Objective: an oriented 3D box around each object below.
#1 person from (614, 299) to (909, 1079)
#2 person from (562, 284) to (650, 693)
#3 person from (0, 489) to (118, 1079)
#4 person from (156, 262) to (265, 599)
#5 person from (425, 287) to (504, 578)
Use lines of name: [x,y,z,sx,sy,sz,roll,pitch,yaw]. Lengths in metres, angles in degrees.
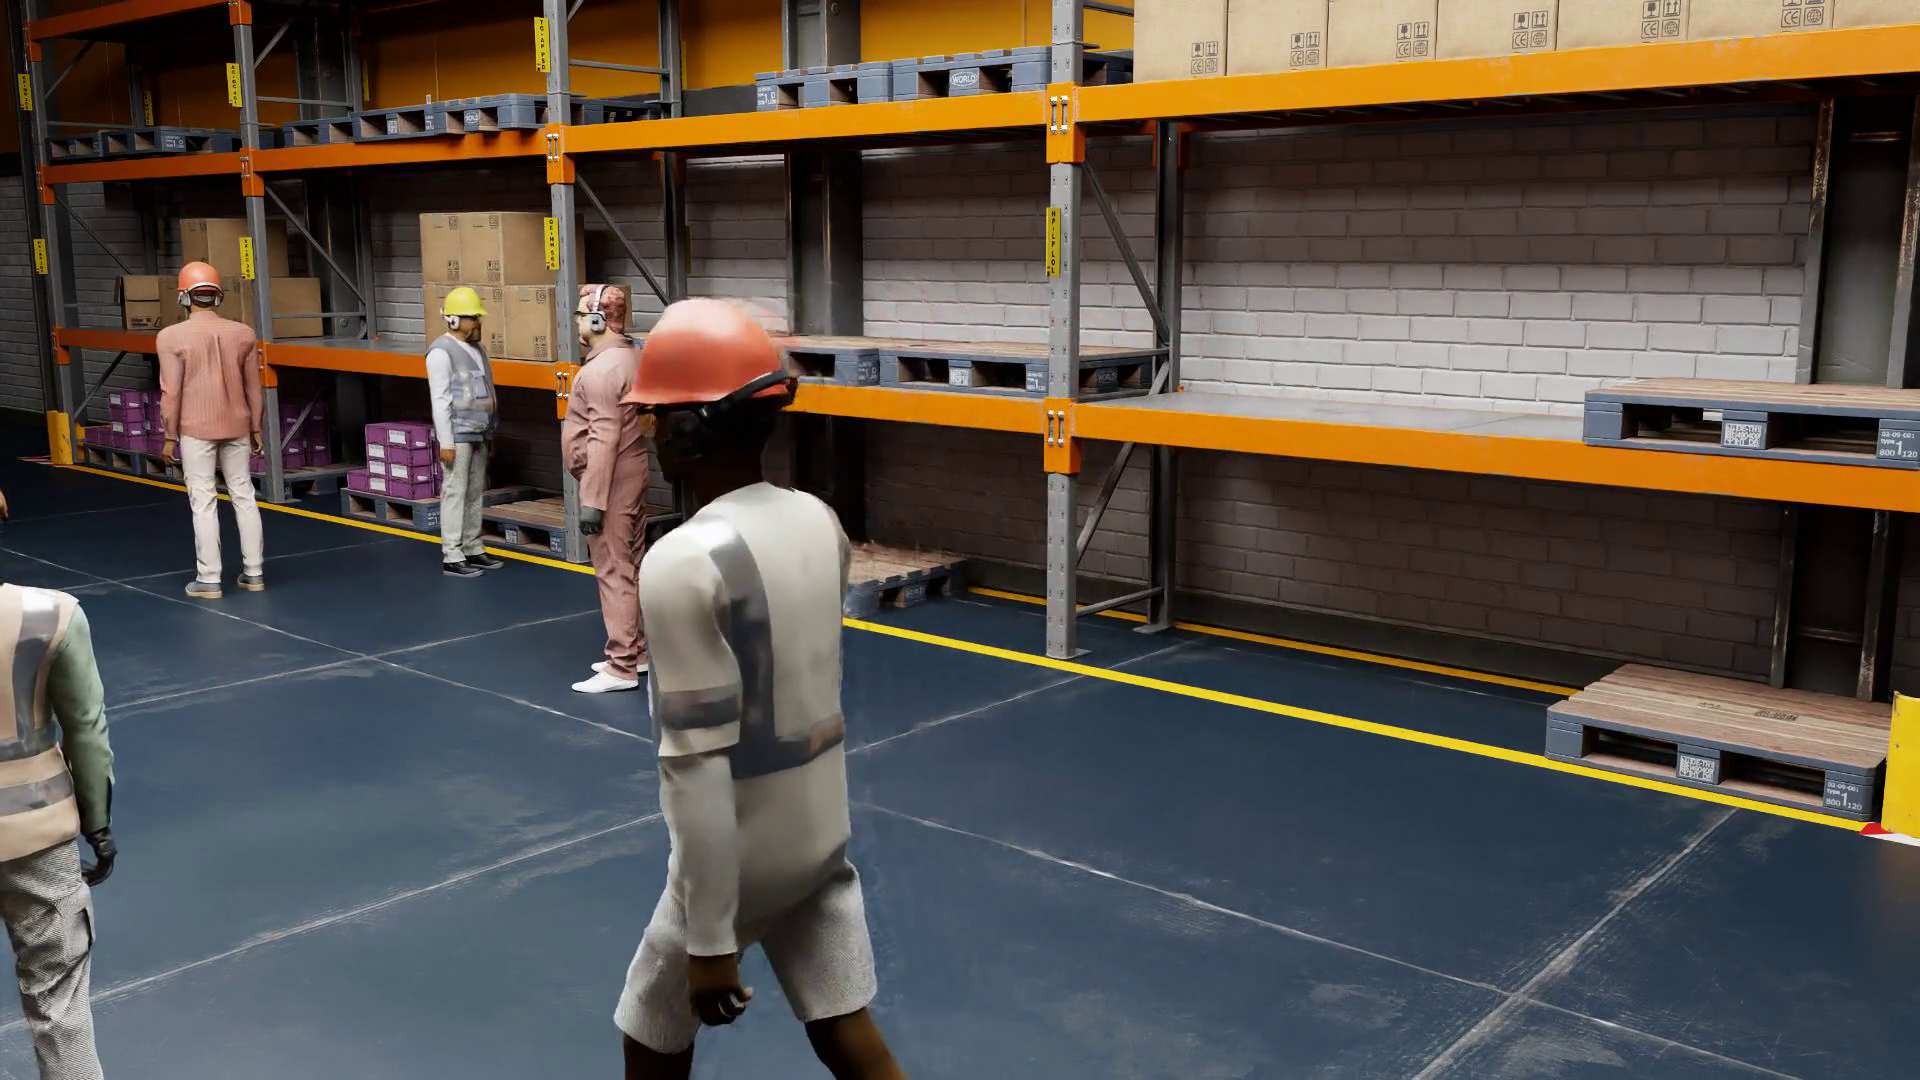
person: [-0.407,0.554,3.097,1.074,1.984,0.638,4,11,24]
person: [-1.658,-0.239,7.824,0.410,1.909,0.642,1,10,3]
person: [-2.057,0.653,3.507,0.514,1.641,0.307,-4,11,-24]
person: [-4.467,-0.653,9.928,0.396,1.992,0.623,8,13,39]
person: [-3.141,-0.688,10.588,0.403,1.831,0.595,2,10,11]
